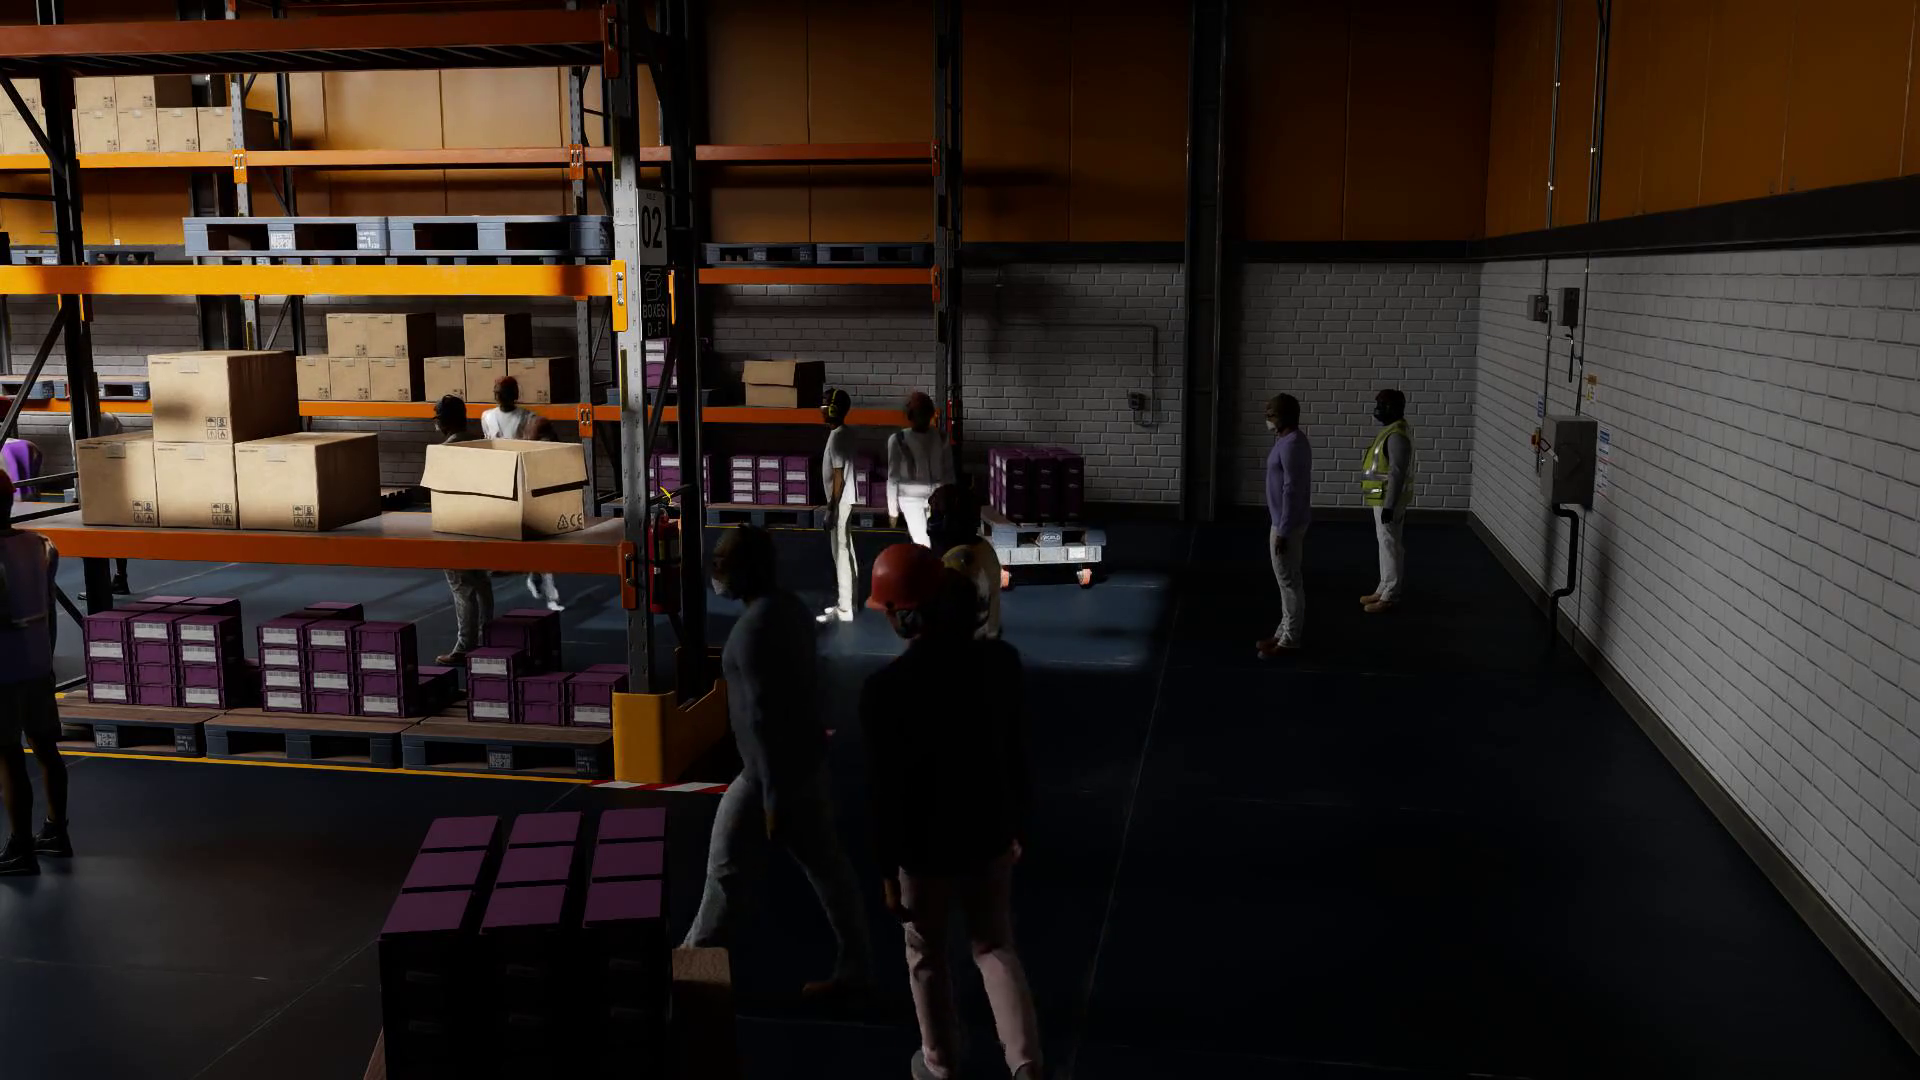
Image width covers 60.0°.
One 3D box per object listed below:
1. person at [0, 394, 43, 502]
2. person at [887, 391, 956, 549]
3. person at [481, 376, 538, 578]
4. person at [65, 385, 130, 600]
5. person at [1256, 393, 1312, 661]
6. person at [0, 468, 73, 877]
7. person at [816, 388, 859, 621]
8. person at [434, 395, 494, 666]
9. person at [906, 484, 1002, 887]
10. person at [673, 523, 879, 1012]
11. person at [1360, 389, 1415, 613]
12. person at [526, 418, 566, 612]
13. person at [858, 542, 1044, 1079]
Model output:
[{"bbox_3d":[-6.804,-0.079,11.895,0.358,1.938,0.542,2,9,10],"label":"person"},{"bbox_3d":[-0.360,-0.307,13.622,0.578,1.852,0.940,-6,11,-34],"label":"person"},{"bbox_3d":[-4.151,-0.617,15.537,0.586,1.851,0.927,2,9,11],"label":"person"},{"bbox_3d":[-7.385,-0.446,14.198,0.368,1.929,0.542,2,9,10],"label":"person"},{"bbox_3d":[2.348,-0.095,12.006,0.373,1.935,0.628,2,9,10],"label":"person"},{"bbox_3d":[-4.426,0.598,7.720,0.368,1.929,0.542,2,9,10],"label":"person"},{"bbox_3d":[-0.983,-0.278,13.338,0.329,1.872,0.510,2,9,10],"label":"person"},{"bbox_3d":[-3.551,-0.067,11.830,0.373,1.935,0.628,2,9,10],"label":"person"},{"bbox_3d":[-0.029,0.660,7.609,0.429,1.844,0.623,2,9,10],"label":"person"},{"bbox_3d":[-0.780,0.862,6.233,1.030,1.872,0.664,2,9,14],"label":"person"},{"bbox_3d":[3.516,-0.323,13.705,0.429,1.844,0.623,2,9,10],"label":"person"},{"bbox_3d":[-3.493,-0.237,13.924,0.497,1.601,0.781,-9,13,-43],"label":"person"},{"bbox_3d":[-0.007,0.975,5.316,0.639,1.951,0.808,-4,10,-22],"label":"person"}]
